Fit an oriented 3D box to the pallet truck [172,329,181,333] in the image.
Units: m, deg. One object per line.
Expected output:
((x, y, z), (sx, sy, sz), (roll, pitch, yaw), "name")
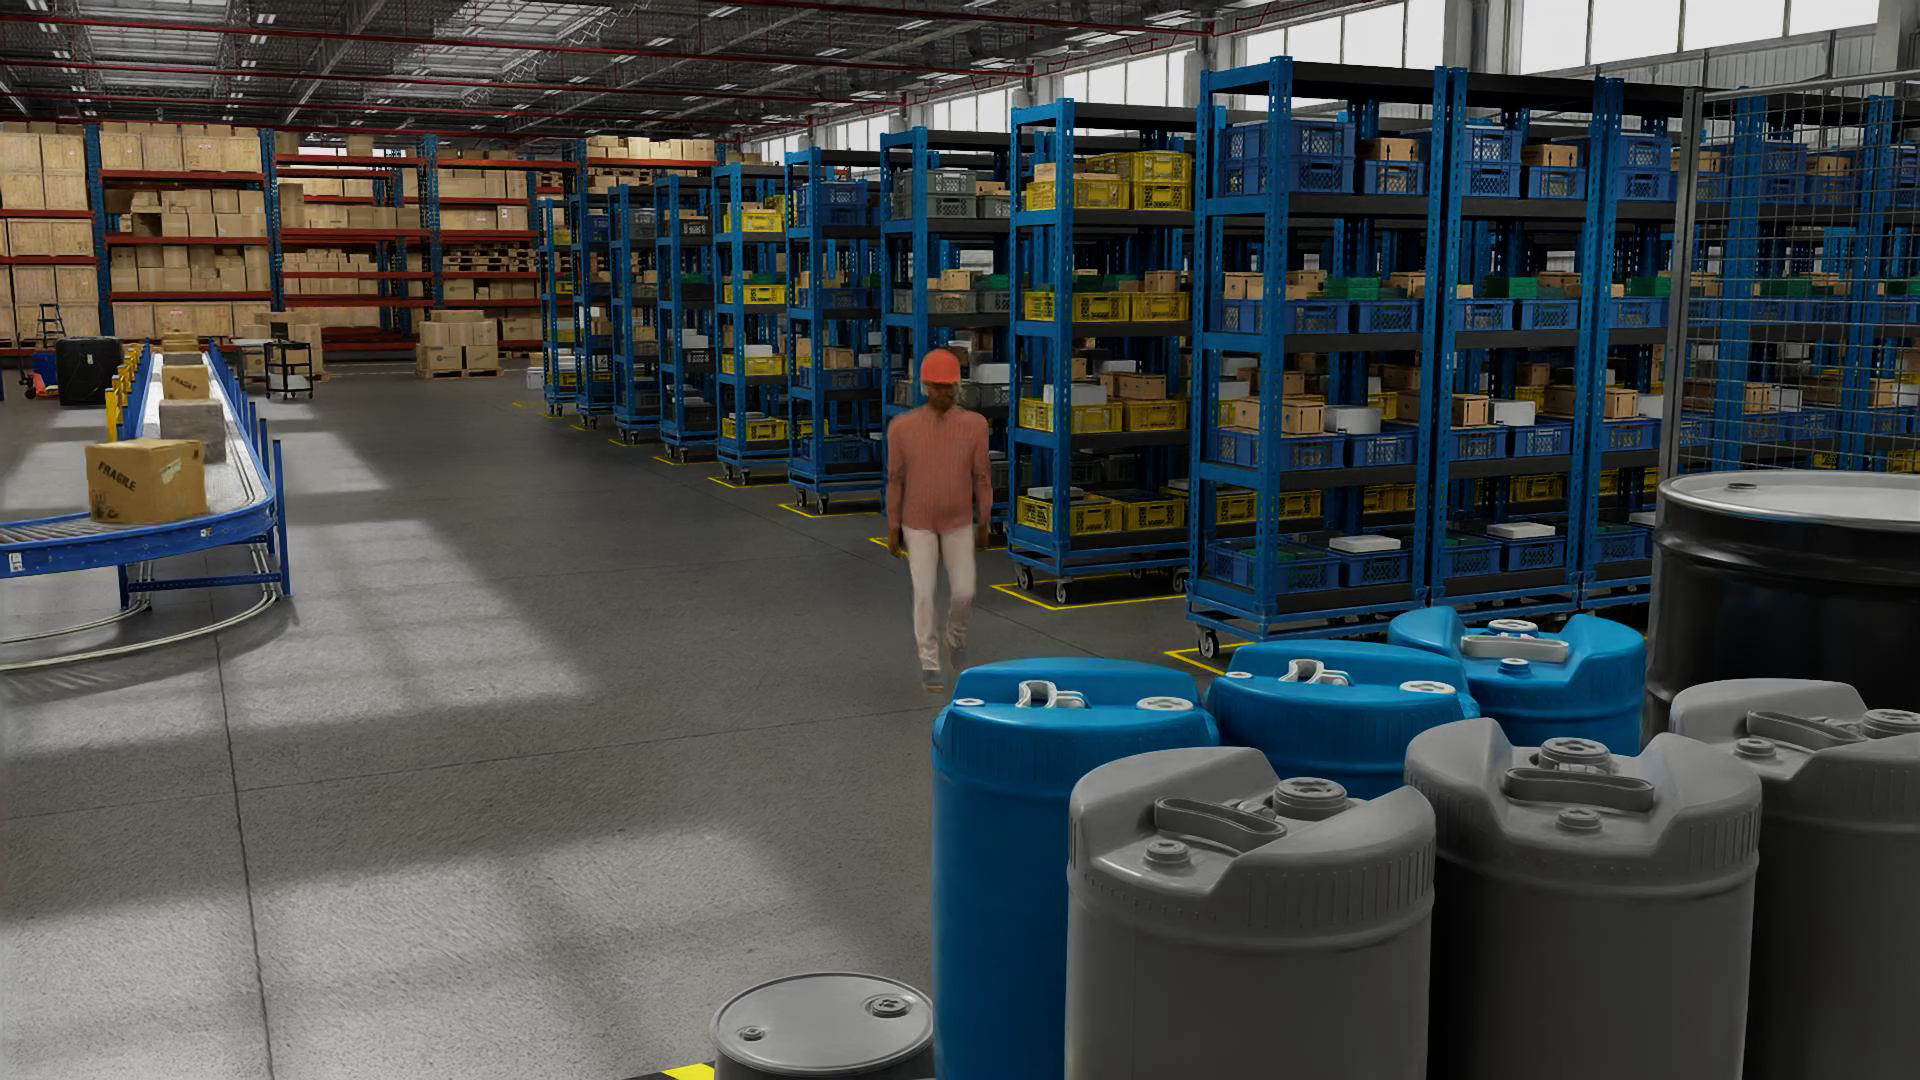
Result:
((-17.275, -3.851, 35.096), (1.601, 1.201, 0.680), (0, 9, 1), "pallet truck")

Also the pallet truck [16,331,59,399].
((-17.082, -3.353, 31.781), (1.630, 1.274, 0.653), (-4, 10, -25), "pallet truck")

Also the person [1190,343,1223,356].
((3.445, -2.240, 23.225), (0.600, 1.829, 0.404), (5, 11, 30), "person")

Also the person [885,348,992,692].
((-0.124, -0.111, 9.561), (0.626, 1.978, 0.458), (-1, 9, -7), "person")
